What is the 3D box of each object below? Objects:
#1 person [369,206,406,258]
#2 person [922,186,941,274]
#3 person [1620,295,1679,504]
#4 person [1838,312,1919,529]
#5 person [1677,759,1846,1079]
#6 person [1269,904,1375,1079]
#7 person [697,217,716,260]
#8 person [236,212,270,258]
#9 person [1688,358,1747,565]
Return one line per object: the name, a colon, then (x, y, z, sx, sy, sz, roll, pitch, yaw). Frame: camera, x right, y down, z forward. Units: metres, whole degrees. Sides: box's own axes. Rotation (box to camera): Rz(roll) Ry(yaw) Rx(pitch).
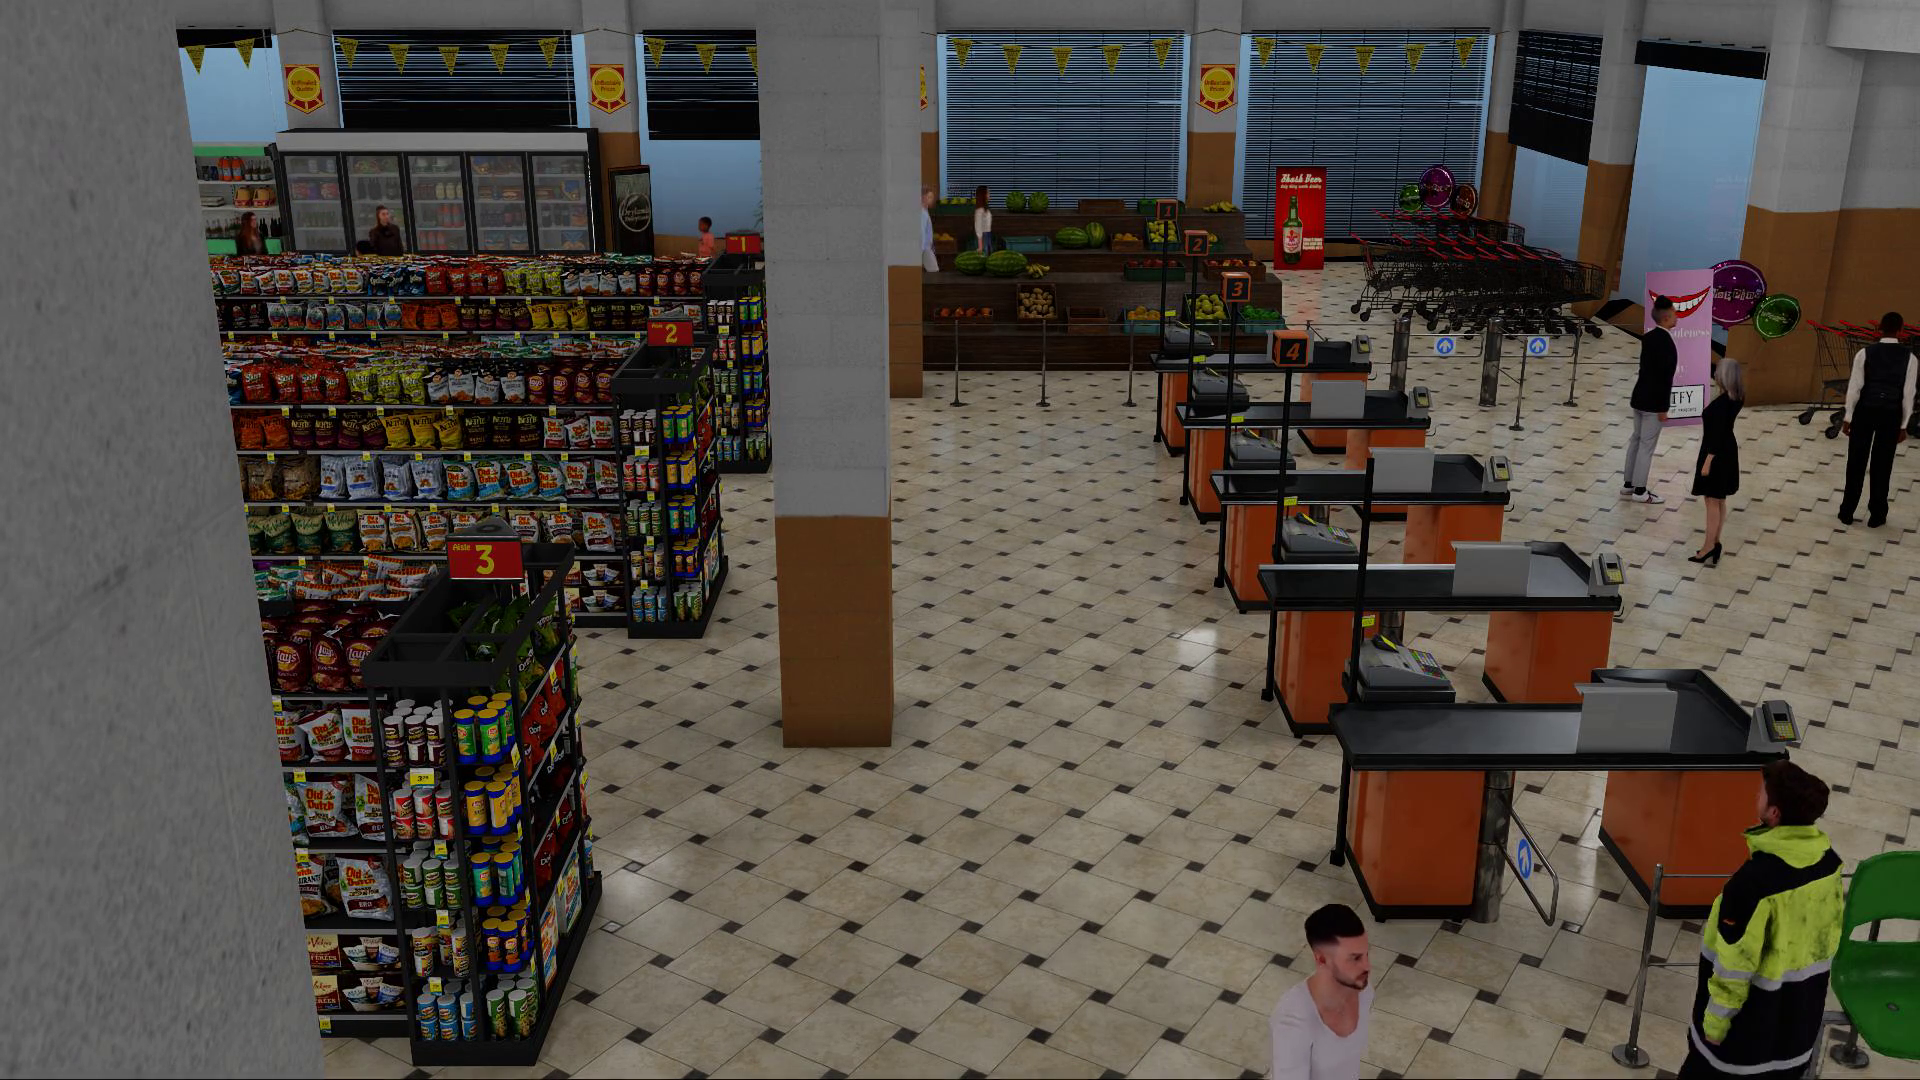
person: (-8.091, -3.871, 23.494, 1.113, 1.682, 1.010, 15, 24, 38)
person: (-0.645, -4.157, 24.087, 1.335, 1.844, 0.837, -4, 19, -11)
person: (6.461, -1.334, 15.552, 0.580, 1.948, 0.691, 1, 19, 2)
person: (8.168, -1.072, 14.823, 0.713, 1.918, 0.840, 11, 21, 28)
person: (3.089, 1.785, 6.284, 1.132, 1.960, 1.130, -11, 22, -30)
person: (1.135, 2.047, 5.756, 1.167, 1.800, 1.179, -15, 24, -38)
person: (-3.756, -4.219, 25.151, 0.950, 1.281, 0.798, -11, 22, -31)
person: (-9.724, -3.643, 22.834, 1.192, 1.670, 1.010, 11, 22, 30)
person: (6.318, -0.665, 13.883, 0.752, 1.747, 0.702, 15, 24, 38)
